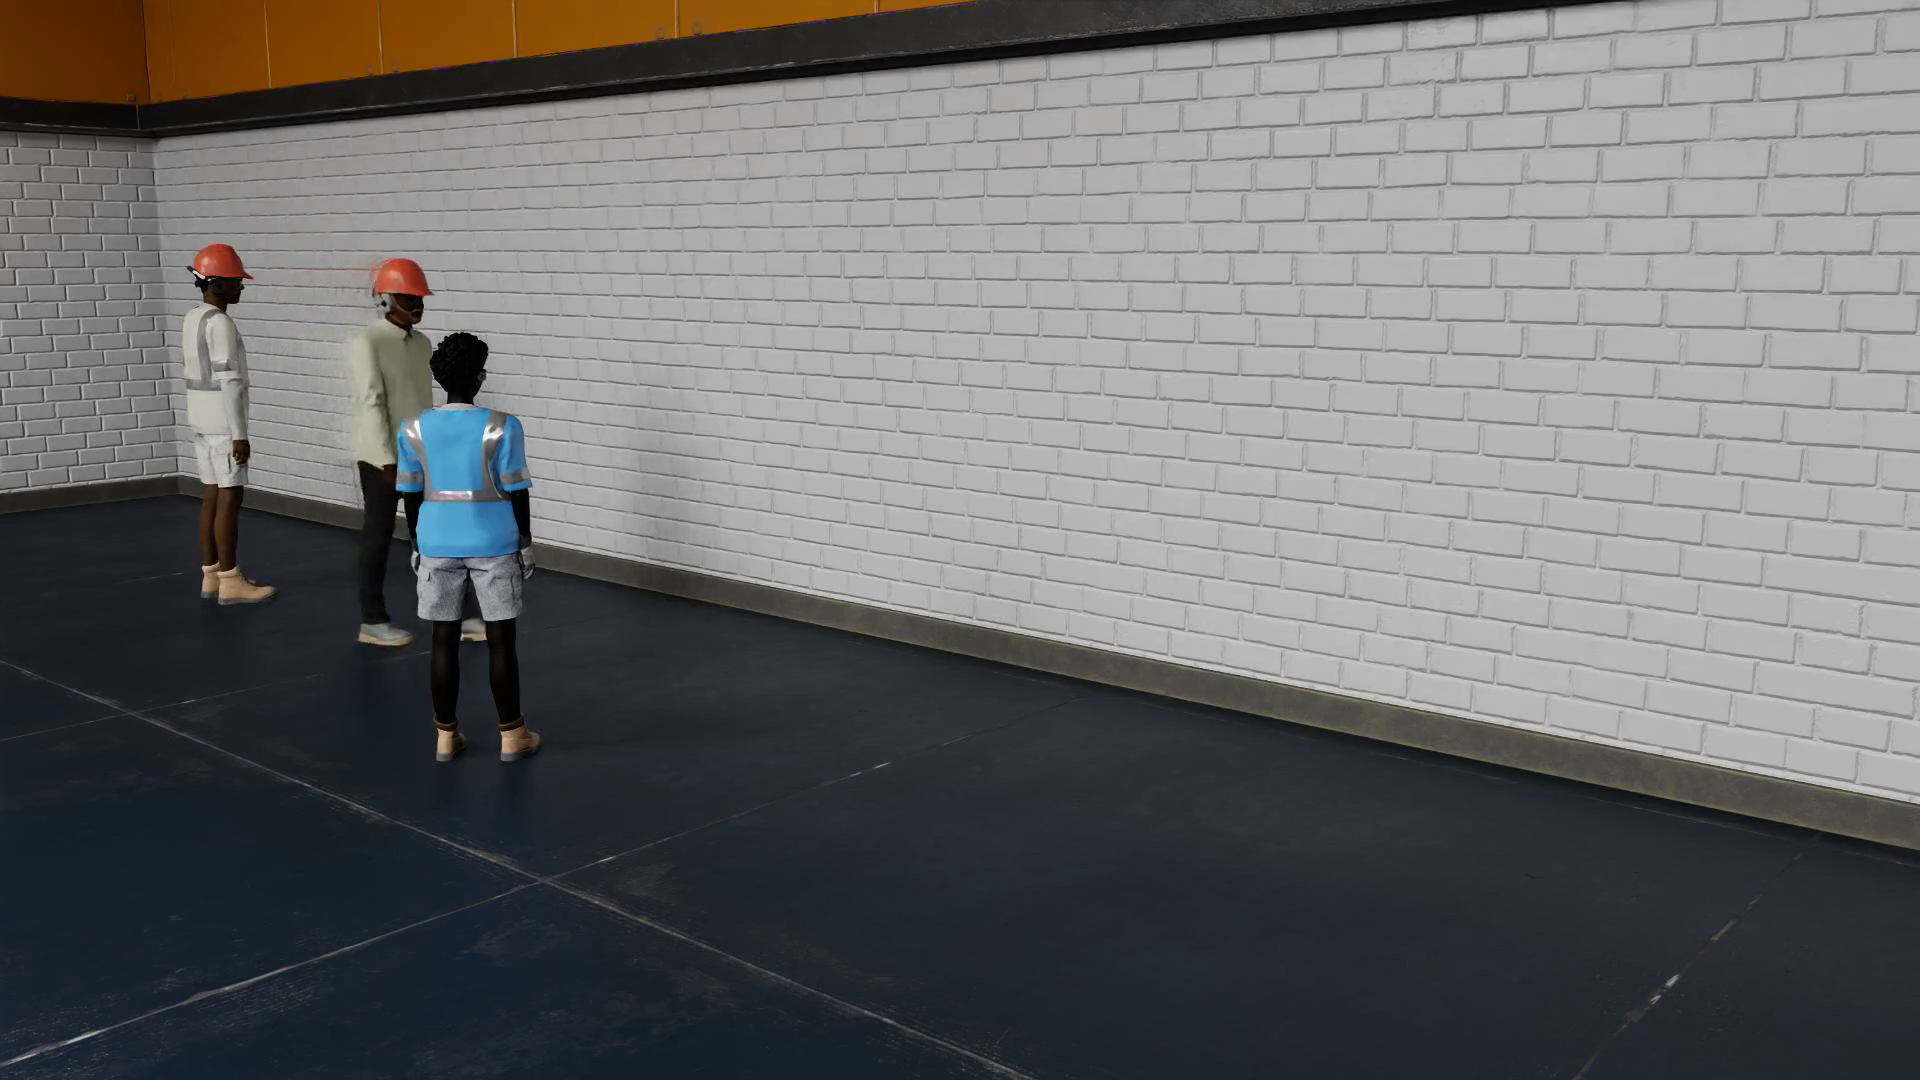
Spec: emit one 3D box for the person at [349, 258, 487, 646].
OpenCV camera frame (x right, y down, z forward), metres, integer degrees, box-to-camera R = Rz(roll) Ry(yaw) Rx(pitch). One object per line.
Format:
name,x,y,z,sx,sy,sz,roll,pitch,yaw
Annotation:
person,-2.721,-0.413,8.347,0.889,1.957,0.611,4,11,22

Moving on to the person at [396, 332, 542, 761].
person,-1.926,0.037,6.545,0.531,1.698,0.320,1,10,3

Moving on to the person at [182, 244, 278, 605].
person,-4.196,-0.659,9.527,0.391,2.040,0.615,-9,13,-41
